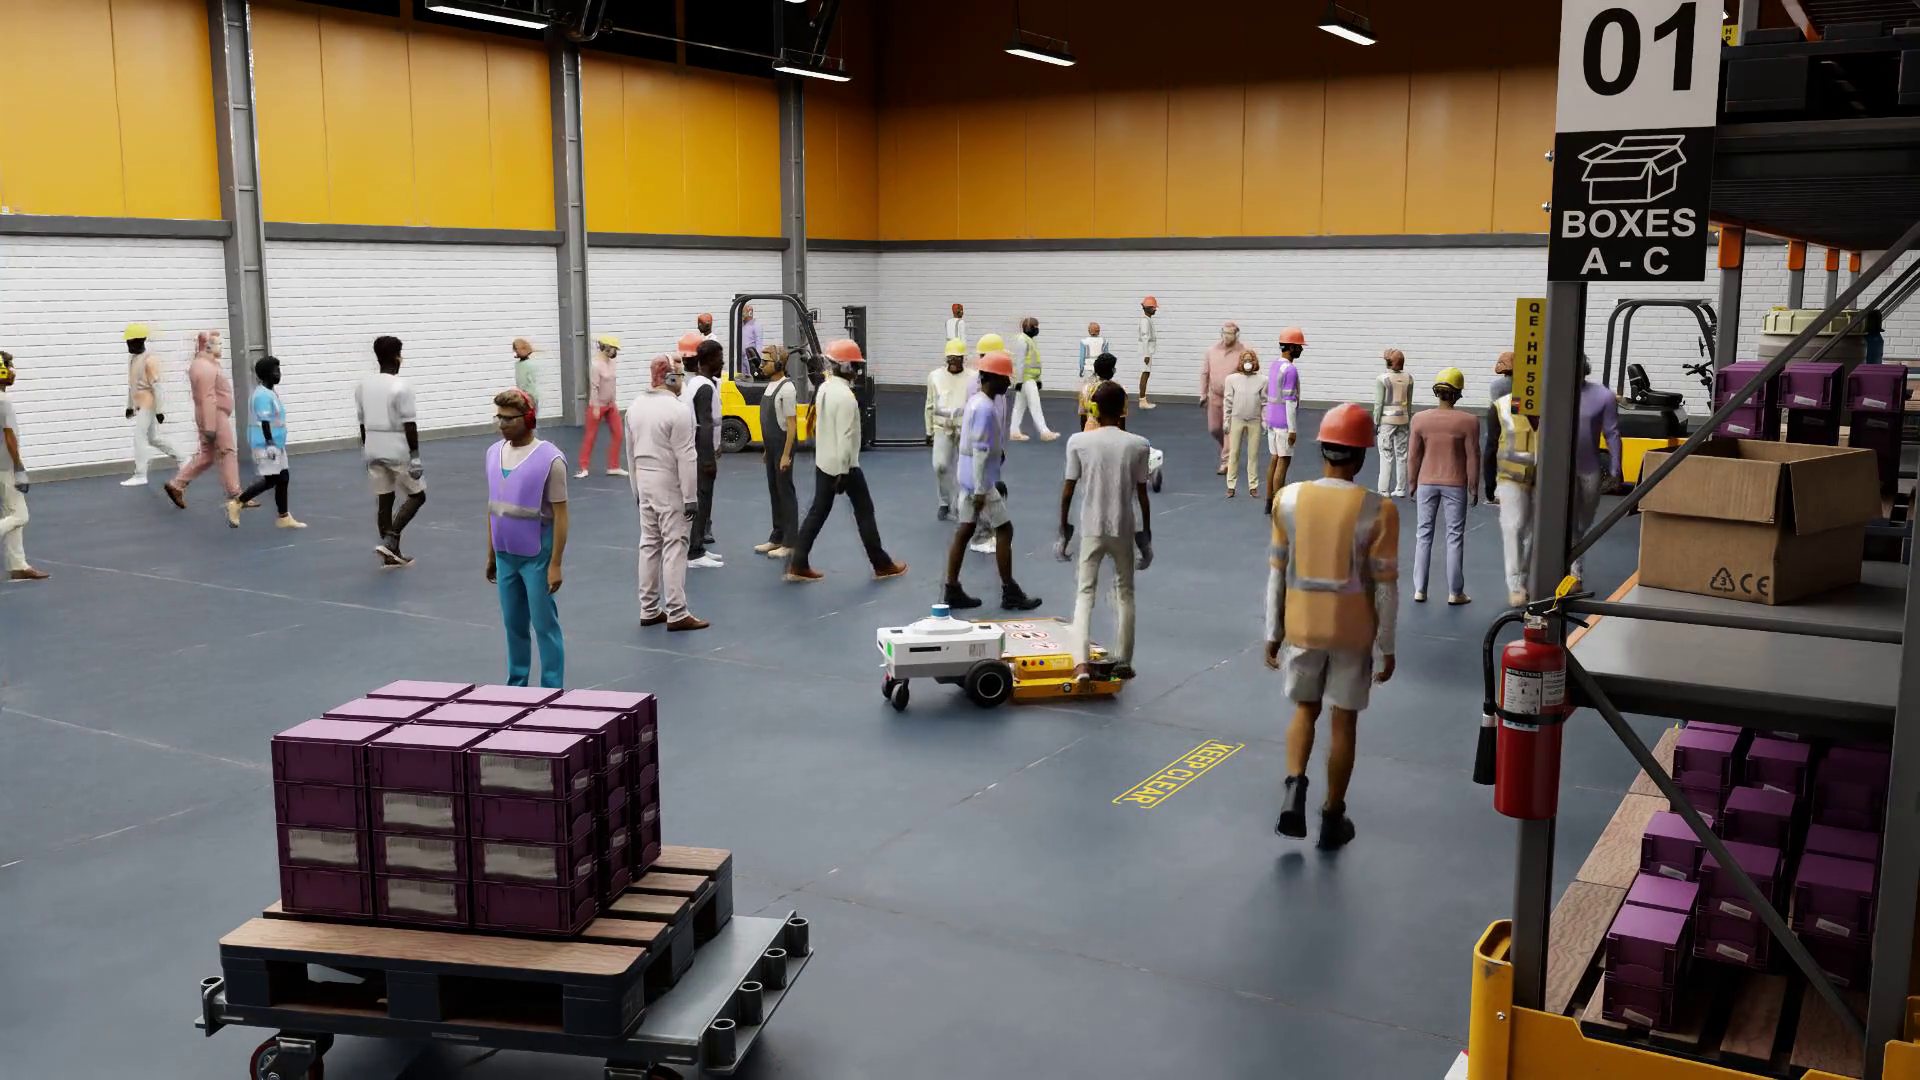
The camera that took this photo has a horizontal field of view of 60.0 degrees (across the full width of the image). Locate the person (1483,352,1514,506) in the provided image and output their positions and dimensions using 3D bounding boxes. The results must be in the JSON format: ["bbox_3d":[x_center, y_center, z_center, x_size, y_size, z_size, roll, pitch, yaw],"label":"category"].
[{"bbox_3d":[5.784,-1.175,17.624,0.497,1.633,0.283,-4,10,-25],"label":"person"}]

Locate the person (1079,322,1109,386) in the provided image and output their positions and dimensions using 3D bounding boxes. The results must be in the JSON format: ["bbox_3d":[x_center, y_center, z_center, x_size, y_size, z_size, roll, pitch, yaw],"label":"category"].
[{"bbox_3d":[2.268,-2.863,28.141,0.523,1.638,0.310,-2,9,-10],"label":"person"}]

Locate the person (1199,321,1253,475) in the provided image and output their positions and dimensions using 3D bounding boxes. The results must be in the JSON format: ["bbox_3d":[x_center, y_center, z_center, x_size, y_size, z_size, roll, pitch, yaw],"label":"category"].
[{"bbox_3d":[3.312,-1.766,20.535,0.657,1.885,0.757,5,10,27],"label":"person"}]

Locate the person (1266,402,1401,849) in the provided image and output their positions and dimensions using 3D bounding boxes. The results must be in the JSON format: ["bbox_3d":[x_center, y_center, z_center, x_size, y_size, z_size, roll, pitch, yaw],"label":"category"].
[{"bbox_3d":[1.568,0.380,7.021,0.561,1.918,0.460,5,10,29],"label":"person"}]

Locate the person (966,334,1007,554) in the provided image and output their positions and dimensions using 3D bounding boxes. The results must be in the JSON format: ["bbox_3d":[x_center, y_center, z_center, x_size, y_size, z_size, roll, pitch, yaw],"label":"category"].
[{"bbox_3d":[0.256,-0.855,14.707,0.369,1.928,0.585,3,10,19],"label":"person"}]

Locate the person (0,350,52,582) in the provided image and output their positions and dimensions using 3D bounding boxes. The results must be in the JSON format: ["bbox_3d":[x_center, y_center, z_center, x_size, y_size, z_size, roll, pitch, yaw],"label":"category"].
[{"bbox_3d":[-7.584,-0.555,13.078,0.528,1.853,0.632,9,13,44],"label":"person"}]

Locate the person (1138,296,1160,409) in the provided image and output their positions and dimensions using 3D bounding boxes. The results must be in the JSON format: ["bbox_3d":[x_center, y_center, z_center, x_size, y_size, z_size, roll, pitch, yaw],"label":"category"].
[{"bbox_3d":[3.428,-3.401,30.243,0.375,2.040,0.614,1,9,9],"label":"person"}]

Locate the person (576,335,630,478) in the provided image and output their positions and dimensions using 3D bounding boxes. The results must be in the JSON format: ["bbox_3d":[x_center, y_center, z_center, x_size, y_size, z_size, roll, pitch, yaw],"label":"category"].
[{"bbox_3d":[-4.359,-1.606,20.065,0.462,1.719,0.662,5,10,29],"label":"person"}]

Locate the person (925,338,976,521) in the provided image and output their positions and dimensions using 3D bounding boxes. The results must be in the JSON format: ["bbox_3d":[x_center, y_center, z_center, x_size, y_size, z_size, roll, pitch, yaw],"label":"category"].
[{"bbox_3d":[-0.054,-1.085,16.468,0.619,1.819,0.497,1,9,7],"label":"person"}]

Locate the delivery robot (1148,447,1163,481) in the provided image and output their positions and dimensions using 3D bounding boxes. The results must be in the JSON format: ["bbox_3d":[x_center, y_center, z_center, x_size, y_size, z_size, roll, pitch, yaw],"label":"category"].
[{"bbox_3d":[2.080,-0.891,18.899,0.477,0.478,0.707,3,9,17],"label":"delivery robot"}]

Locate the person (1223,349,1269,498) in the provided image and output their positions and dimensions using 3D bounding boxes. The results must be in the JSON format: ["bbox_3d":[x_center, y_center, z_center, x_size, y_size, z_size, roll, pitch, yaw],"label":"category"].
[{"bbox_3d":[3.135,-1.273,18.231,0.497,1.633,0.285,1,9,4],"label":"person"}]

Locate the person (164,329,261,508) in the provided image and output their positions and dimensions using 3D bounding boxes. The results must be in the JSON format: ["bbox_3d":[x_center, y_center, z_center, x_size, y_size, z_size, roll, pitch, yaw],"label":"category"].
[{"bbox_3d":[-7.814,-1.245,17.270,0.829,1.883,0.643,-6,11,-33],"label":"person"}]

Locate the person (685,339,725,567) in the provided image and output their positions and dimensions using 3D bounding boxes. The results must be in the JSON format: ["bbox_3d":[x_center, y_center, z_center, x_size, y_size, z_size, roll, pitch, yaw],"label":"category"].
[{"bbox_3d":[-2.166,-0.719,13.991,0.385,1.888,0.613,-2,9,-11],"label":"person"}]

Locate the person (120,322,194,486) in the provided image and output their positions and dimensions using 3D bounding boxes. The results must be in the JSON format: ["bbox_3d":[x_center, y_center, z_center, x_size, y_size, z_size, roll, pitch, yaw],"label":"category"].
[{"bbox_3d":[-9.458,-1.603,19.483,0.832,1.899,0.593,-9,12,-43],"label":"person"}]

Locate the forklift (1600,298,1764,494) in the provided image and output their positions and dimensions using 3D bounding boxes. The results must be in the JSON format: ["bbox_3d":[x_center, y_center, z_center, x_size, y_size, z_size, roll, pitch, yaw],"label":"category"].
[{"bbox_3d":[7.954,-1.589,18.462,2.313,2.155,1.214,5,11,30],"label":"forklift"}]

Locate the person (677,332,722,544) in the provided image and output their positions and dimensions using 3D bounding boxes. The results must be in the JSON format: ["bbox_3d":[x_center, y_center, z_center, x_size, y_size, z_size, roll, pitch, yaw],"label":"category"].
[{"bbox_3d":[-2.429,-0.917,15.101,0.543,1.927,0.375,-1,9,-6],"label":"person"}]

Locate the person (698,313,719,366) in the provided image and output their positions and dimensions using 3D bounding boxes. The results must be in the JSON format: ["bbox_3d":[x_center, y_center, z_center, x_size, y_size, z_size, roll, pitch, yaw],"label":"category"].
[{"bbox_3d":[-3.643,-2.330,24.049,0.356,1.886,0.574,-3,10,-18],"label":"person"}]

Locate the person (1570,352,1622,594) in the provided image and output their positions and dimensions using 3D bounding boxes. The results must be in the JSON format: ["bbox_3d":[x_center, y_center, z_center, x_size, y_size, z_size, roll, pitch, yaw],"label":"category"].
[{"bbox_3d":[4.794,-0.563,13.006,0.663,1.903,0.890,2,9,13],"label":"person"}]

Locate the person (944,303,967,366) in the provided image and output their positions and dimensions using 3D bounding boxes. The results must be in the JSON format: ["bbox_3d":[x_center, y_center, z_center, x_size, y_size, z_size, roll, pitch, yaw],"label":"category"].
[{"bbox_3d":[-0.068,-3.597,31.956,0.355,1.886,0.572,-8,12,-40],"label":"person"}]

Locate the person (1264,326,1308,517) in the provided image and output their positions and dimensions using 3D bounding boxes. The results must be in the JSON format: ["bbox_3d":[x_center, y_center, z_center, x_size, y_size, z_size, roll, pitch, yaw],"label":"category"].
[{"bbox_3d":[3.292,-1.181,16.765,0.388,1.930,0.540,-1,9,-9],"label":"person"}]

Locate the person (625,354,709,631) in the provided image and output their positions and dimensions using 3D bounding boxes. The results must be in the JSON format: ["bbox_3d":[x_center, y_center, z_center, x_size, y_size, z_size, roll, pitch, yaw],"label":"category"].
[{"bbox_3d":[-2.013,-0.329,11.499,0.652,1.904,0.402,8,12,42],"label":"person"}]

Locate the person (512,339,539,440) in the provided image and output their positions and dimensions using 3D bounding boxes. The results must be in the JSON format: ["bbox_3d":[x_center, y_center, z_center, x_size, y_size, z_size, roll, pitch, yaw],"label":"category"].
[{"bbox_3d":[-5.654,-1.806,21.626,0.498,1.614,0.368,8,12,42],"label":"person"}]

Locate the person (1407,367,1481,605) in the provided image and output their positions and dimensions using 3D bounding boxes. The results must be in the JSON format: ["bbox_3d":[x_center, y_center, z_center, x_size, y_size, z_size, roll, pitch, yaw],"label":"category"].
[{"bbox_3d":[3.601,-0.401,12.379,0.533,1.767,0.327,5,11,30],"label":"person"}]

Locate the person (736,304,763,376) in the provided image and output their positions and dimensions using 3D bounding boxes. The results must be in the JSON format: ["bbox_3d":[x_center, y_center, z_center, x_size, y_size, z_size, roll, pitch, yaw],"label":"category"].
[{"bbox_3d":[-3.783,-3.231,29.609,0.409,1.908,0.639,-9,13,-44],"label":"person"}]

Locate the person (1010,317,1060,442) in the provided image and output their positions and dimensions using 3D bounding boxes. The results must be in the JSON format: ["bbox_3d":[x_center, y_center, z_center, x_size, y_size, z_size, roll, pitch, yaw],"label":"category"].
[{"bbox_3d":[1.116,-2.334,24.300,0.874,1.806,0.660,2,9,12],"label":"person"}]

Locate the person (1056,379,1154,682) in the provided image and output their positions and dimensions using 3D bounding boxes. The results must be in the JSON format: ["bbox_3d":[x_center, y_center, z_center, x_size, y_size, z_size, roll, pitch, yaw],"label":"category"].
[{"bbox_3d":[0.856,-0.011,9.774,0.569,1.836,0.779,1,9,4],"label":"person"}]

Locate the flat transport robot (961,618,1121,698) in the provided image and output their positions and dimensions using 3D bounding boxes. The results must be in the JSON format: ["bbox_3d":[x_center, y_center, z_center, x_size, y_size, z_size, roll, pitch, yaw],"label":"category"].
[{"bbox_3d":[0.460,0.694,10.198,0.652,0.197,1.431,-2,9,-12],"label":"flat transport robot"}]

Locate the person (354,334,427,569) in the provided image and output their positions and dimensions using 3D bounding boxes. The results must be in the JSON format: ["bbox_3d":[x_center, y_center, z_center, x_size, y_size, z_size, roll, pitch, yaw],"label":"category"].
[{"bbox_3d":[-4.694,-0.718,13.762,0.638,1.953,0.416,4,10,24],"label":"person"}]

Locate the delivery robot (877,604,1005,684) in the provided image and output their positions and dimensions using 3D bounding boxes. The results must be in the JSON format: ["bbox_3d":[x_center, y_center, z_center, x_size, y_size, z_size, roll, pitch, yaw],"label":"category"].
[{"bbox_3d":[-0.112,0.613,9.527,0.707,0.478,0.477,-2,9,-12],"label":"delivery robot"}]

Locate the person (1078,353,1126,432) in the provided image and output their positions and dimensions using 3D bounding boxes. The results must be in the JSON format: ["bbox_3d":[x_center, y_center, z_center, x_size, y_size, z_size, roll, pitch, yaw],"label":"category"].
[{"bbox_3d":[1.388,-0.956,16.064,0.542,1.693,0.316,8,12,40],"label":"person"}]

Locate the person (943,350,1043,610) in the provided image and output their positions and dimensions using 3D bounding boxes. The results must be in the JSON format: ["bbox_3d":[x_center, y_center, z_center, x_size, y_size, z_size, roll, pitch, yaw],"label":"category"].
[{"bbox_3d":[0.251,-0.426,12.121,0.845,1.893,0.576,-1,9,-7],"label":"person"}]

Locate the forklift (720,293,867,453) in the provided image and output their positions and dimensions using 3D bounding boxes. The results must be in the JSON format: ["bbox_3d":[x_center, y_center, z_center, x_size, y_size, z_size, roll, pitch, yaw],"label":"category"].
[{"bbox_3d":[-2.458,-2.344,23.176,2.313,2.155,1.214,0,9,-2],"label":"forklift"}]

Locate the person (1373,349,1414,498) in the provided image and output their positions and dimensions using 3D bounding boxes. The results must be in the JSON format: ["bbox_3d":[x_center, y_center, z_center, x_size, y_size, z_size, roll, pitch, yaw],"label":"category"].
[{"bbox_3d":[4.714,-1.263,18.139,0.514,1.645,0.309,-5,10,-27],"label":"person"}]

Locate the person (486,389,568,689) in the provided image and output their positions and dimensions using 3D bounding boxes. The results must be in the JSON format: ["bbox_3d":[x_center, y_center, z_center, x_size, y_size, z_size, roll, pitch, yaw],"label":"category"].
[{"bbox_3d":[-2.351,0.095,9.044,0.563,1.842,0.390,6,11,31],"label":"person"}]

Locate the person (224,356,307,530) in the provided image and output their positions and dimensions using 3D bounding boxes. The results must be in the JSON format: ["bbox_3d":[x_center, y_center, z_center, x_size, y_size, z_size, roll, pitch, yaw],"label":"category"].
[{"bbox_3d":[-6.620,-0.906,15.782,0.635,1.680,0.545,-2,9,-10],"label":"person"}]

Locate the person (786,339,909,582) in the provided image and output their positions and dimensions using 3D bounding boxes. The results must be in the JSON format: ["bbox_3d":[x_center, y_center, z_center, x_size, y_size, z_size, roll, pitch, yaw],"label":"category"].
[{"bbox_3d":[-0.935,-0.622,13.229,0.991,1.951,0.618,-6,11,-31],"label":"person"}]

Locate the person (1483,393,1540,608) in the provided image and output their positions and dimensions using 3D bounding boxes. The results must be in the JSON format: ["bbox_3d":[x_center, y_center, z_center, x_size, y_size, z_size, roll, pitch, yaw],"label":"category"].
[{"bbox_3d":[4.225,-0.411,12.307,0.616,1.800,0.829,1,9,5],"label":"person"}]

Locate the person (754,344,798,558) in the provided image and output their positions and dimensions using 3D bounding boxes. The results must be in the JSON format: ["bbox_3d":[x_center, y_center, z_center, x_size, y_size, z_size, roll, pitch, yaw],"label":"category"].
[{"bbox_3d":[-1.580,-0.766,14.406,0.344,1.847,0.504,-5,10,-27],"label":"person"}]
